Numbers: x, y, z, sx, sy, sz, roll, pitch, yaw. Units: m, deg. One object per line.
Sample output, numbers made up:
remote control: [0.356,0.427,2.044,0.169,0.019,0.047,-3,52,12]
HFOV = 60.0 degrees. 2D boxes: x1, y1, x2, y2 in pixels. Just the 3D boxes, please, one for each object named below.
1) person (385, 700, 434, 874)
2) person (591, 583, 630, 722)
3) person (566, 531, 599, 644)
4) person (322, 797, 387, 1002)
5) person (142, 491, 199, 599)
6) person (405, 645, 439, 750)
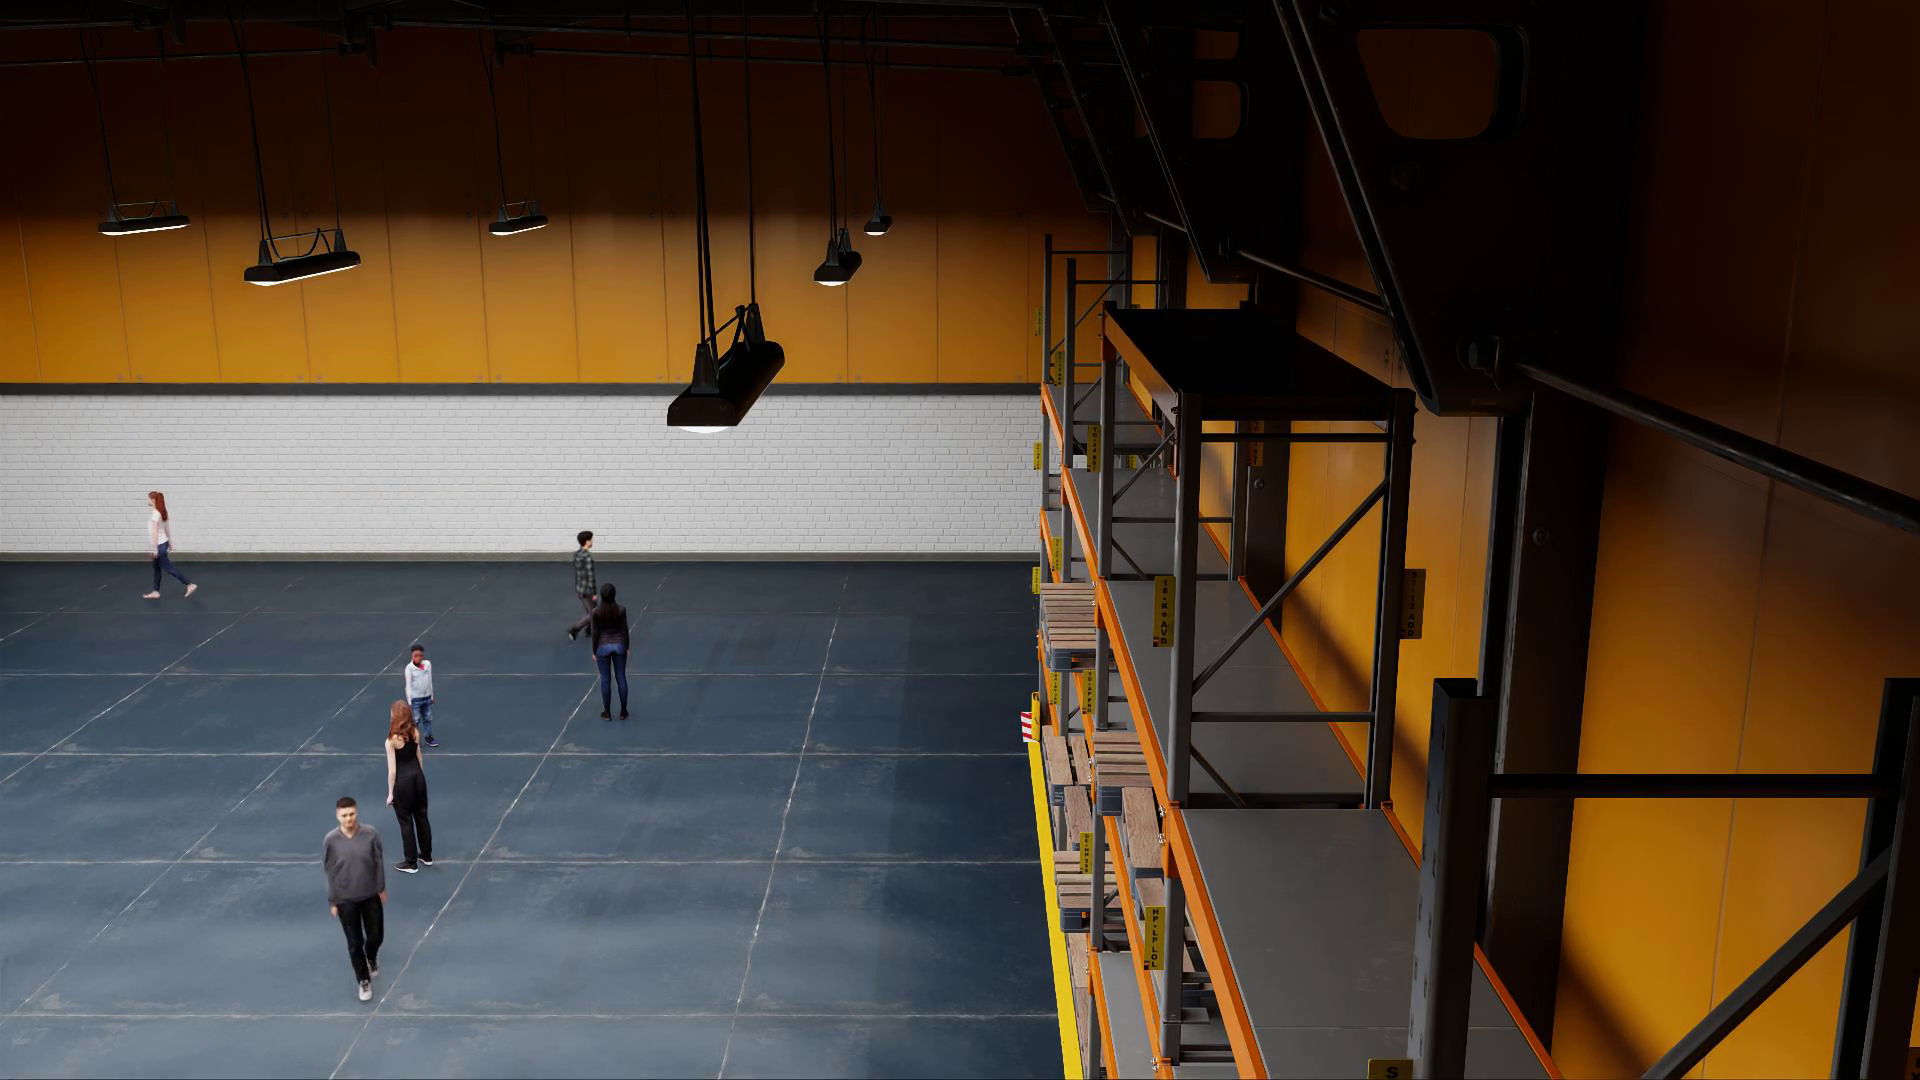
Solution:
person: [-5.414,2.406,16.337,0.727,1.747,0.630,9,16,32]
person: [-4.319,1.374,20.598,0.692,1.746,0.684,-5,15,-20]
person: [-5.454,0.715,23.951,0.935,1.703,0.927,-8,16,-31]
person: [-5.075,2.967,14.000,0.768,1.755,0.848,-6,15,-23]
person: [-12.351,0.109,25.901,0.670,1.710,1.053,-1,14,-4]
person: [-6.397,1.839,19.712,0.562,1.259,0.616,-11,18,-39]
